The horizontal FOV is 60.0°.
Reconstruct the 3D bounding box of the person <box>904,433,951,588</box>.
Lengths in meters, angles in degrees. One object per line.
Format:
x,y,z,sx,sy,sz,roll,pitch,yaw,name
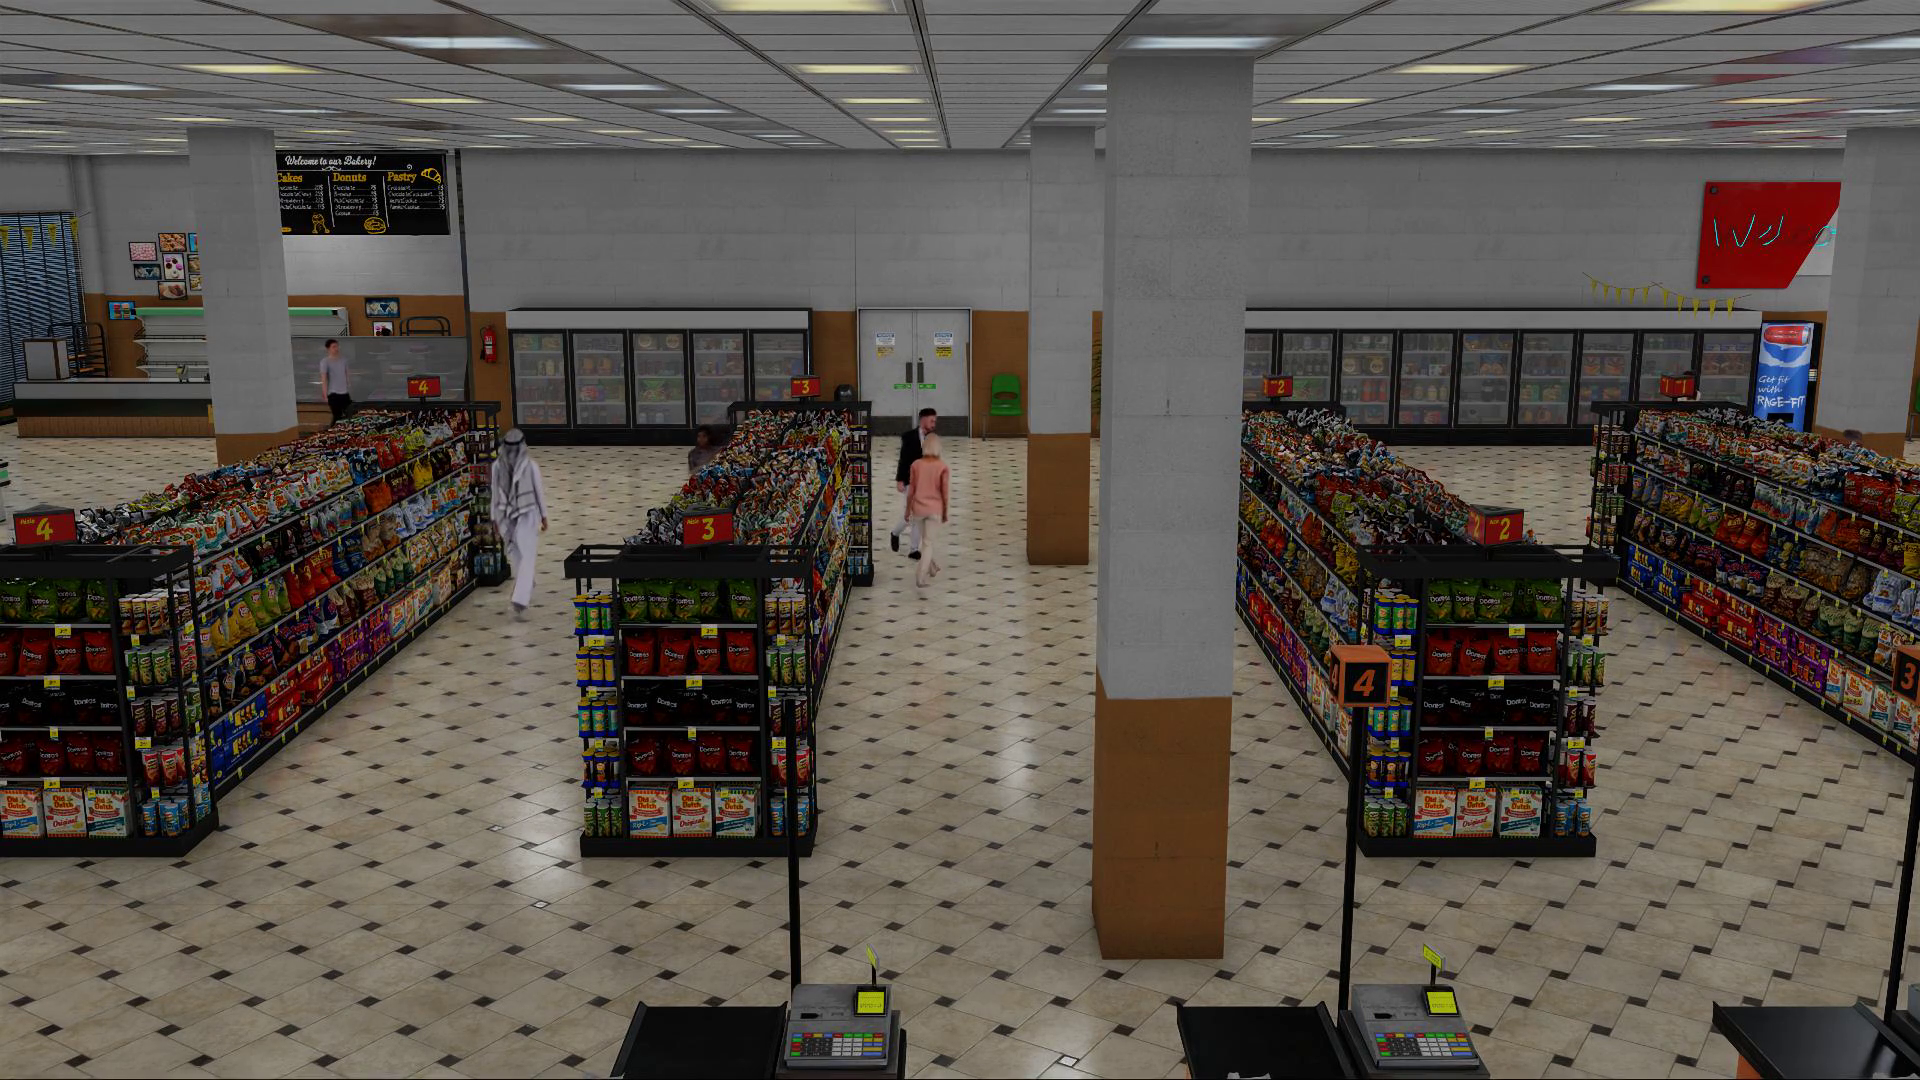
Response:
-0.364,-0.273,18.166,0.896,1.658,1.260,3,12,14,person

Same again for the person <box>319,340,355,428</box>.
-10.536,-2.445,28.011,0.934,1.853,0.875,8,14,33,person

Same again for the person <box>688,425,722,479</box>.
-2.846,-0.464,18.978,0.586,1.698,0.971,1,12,4,person

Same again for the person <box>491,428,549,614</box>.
-4.551,-0.156,17.079,0.718,1.878,1.259,0,12,1,person

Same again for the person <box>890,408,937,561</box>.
-0.566,-0.667,19.683,0.971,1.804,1.042,-8,14,-32,person

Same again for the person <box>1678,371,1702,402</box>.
10.810,-1.688,24.812,0.668,1.689,0.639,-4,13,-18,person
